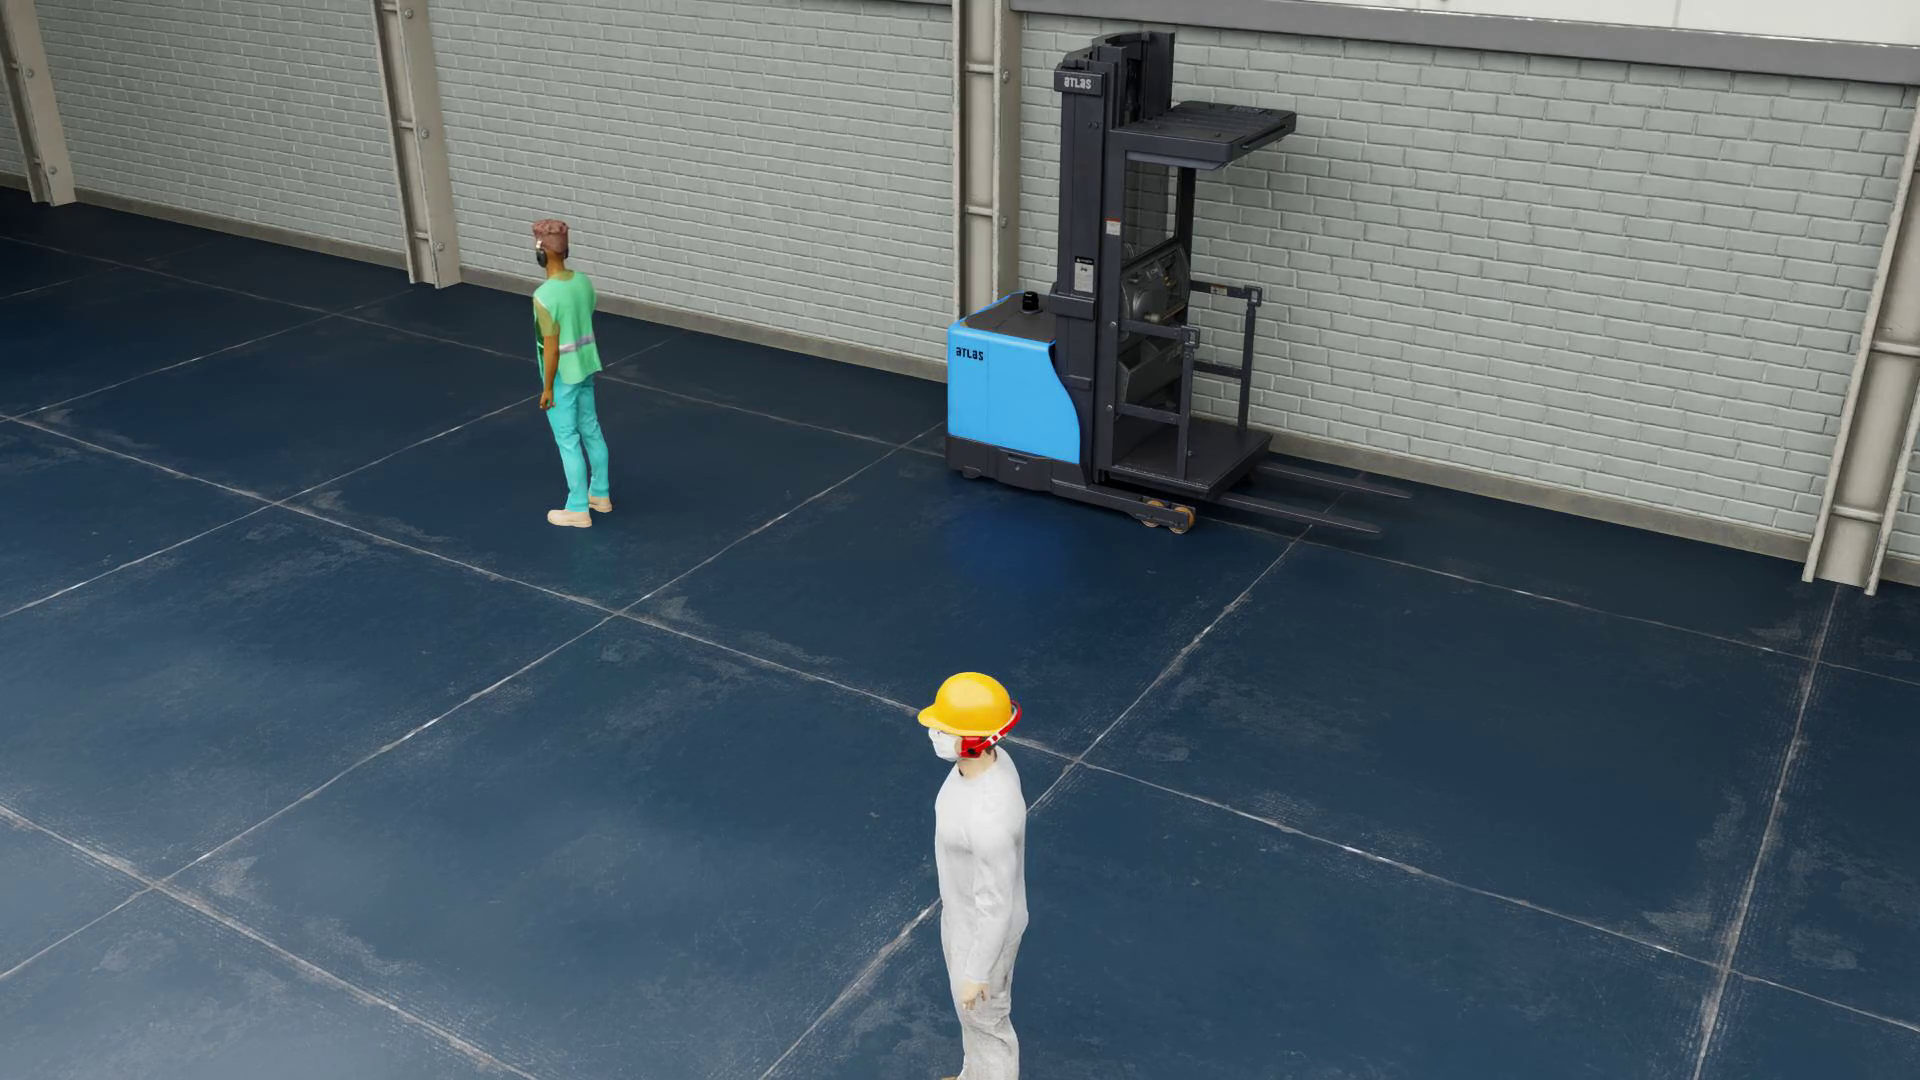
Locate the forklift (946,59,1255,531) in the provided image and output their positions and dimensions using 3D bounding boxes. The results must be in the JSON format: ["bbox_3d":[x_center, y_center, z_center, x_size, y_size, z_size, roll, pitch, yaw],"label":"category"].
[{"bbox_3d":[0.933,-1.707,10.833,1.873,2.768,1.129,15,29,28],"label":"forklift"}]

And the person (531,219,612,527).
[{"bbox_3d":[-2.454,-1.036,10.453,0.389,1.977,0.492,11,27,21],"label":"person"}]

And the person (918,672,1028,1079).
[{"bbox_3d":[0.048,1.287,5.636,0.359,1.896,0.567,-3,25,-7],"label":"person"}]
